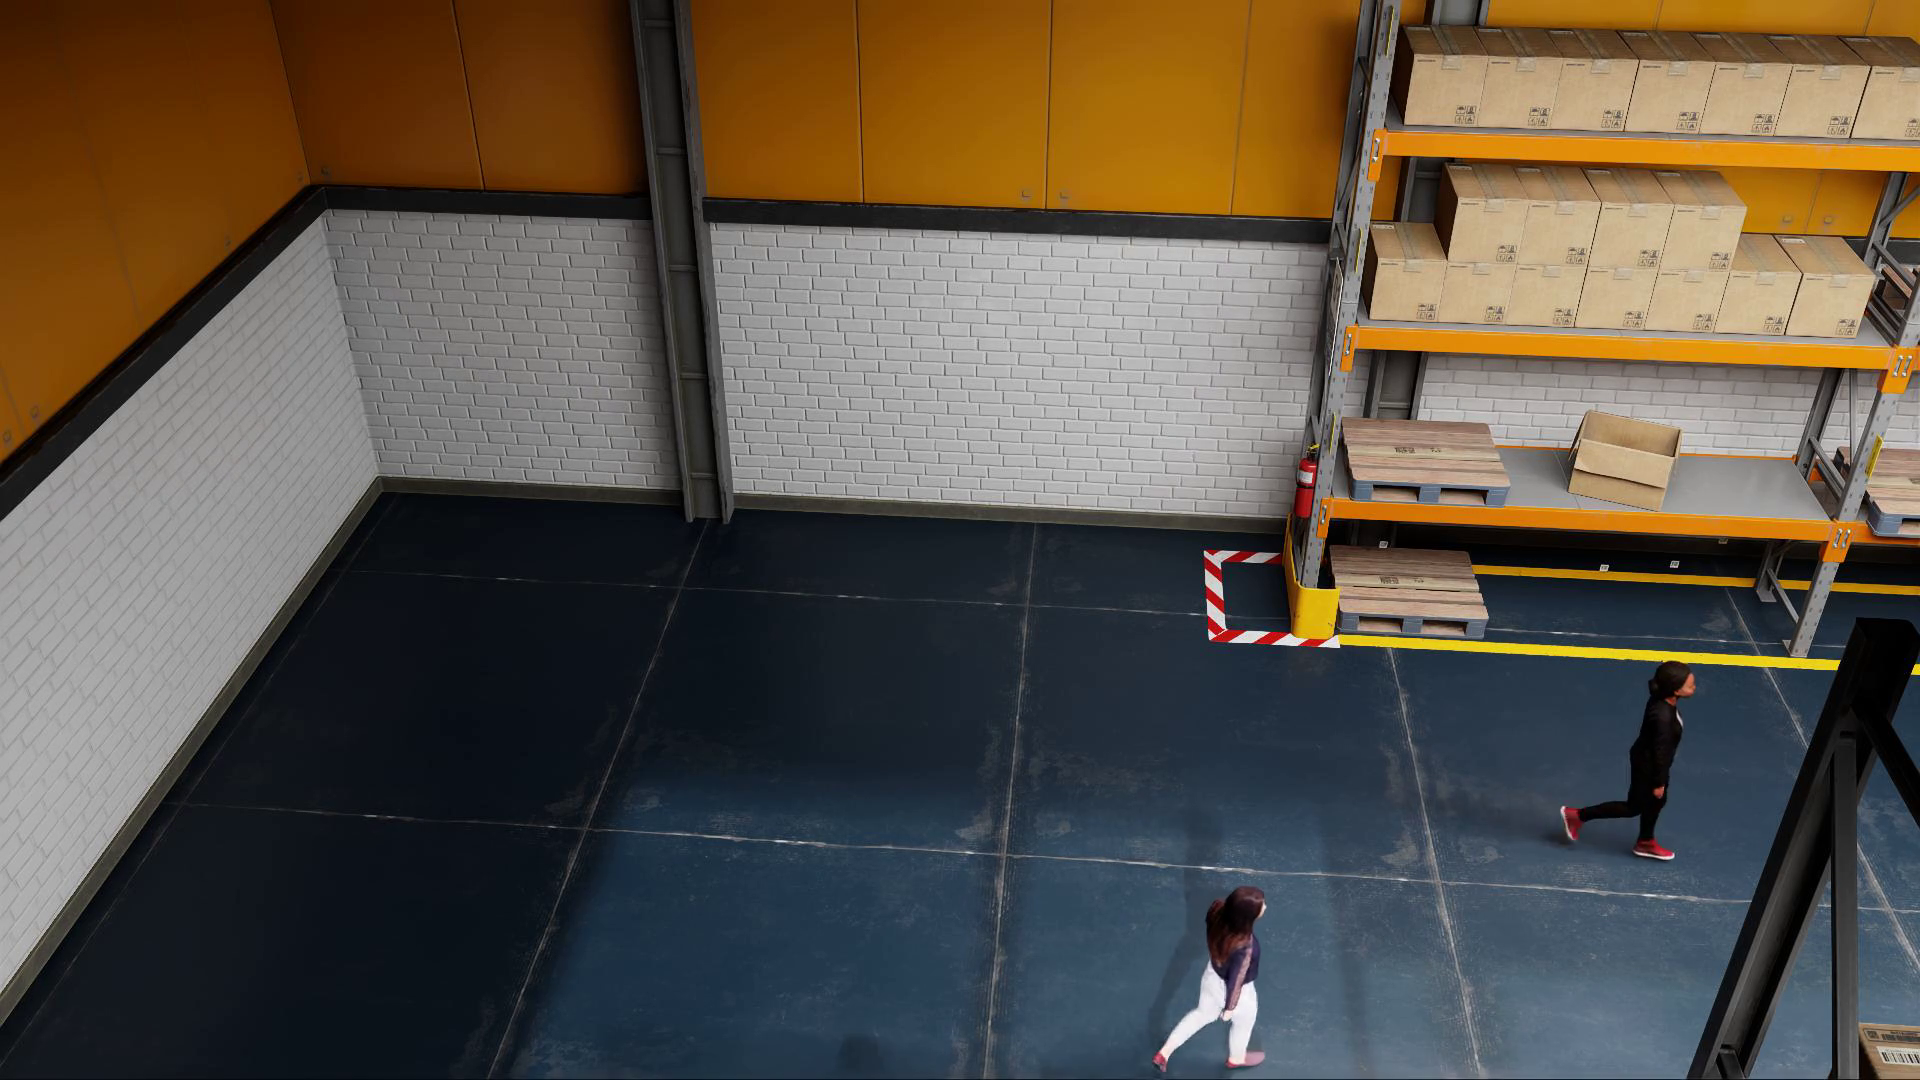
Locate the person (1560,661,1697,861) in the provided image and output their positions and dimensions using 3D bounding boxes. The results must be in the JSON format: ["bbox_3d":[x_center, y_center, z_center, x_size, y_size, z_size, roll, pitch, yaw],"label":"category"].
[{"bbox_3d":[4.574,1.514,11.229,1.097,1.647,0.817,14,36,19],"label":"person"}]

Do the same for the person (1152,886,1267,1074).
[{"bbox_3d":[1.497,2.601,9.651,1.071,1.583,0.867,-12,35,-17],"label":"person"}]
